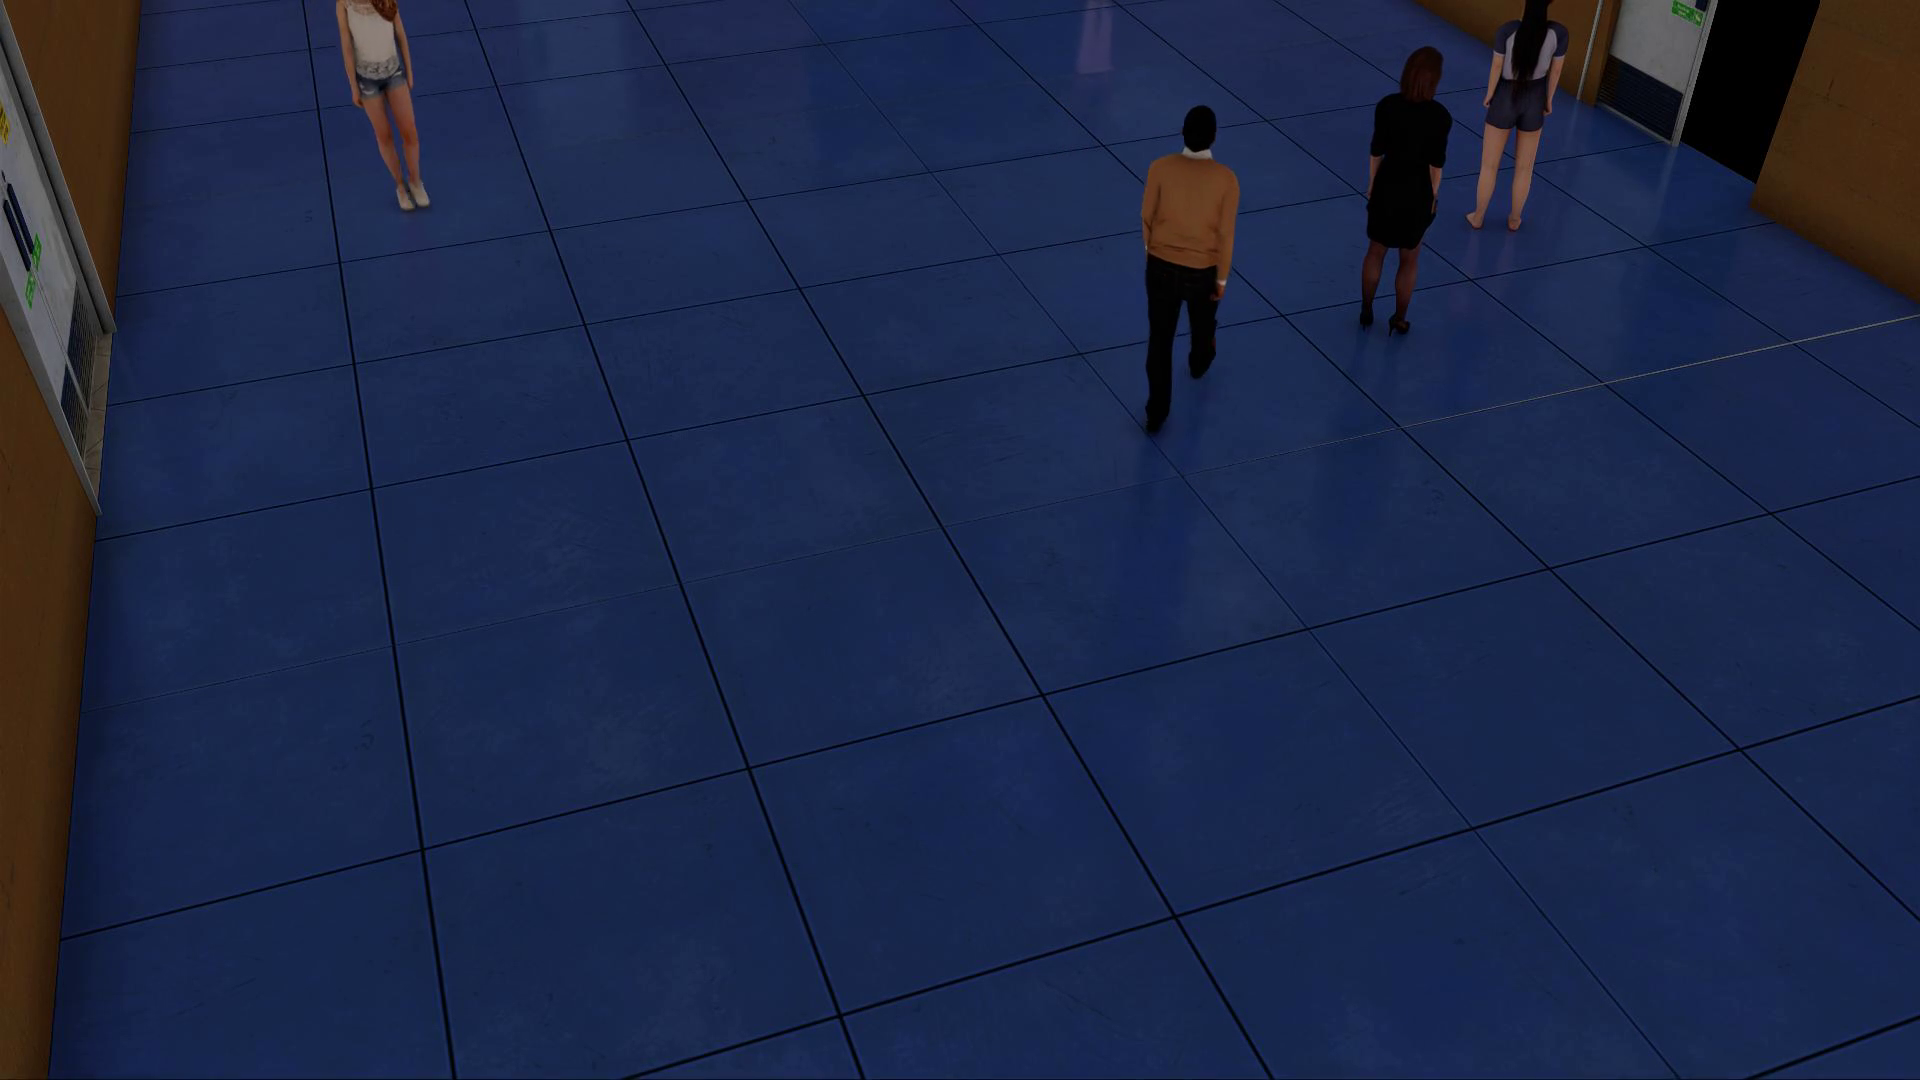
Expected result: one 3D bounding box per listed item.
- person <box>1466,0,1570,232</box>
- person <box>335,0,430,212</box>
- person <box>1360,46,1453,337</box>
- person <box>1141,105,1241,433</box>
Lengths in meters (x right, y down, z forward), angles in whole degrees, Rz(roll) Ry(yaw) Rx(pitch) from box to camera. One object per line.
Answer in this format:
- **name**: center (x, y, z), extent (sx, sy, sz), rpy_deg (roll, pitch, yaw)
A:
- **person**: center (3.545, -2.749, 10.552), extent (0.616, 1.651, 0.731), rpy_deg (6, 37, 7)
- **person**: center (-3.785, -3.001, 10.807), extent (0.544, 1.747, 0.652), rpy_deg (-15, 40, -19)
- **person**: center (2.510, -1.957, 9.438), extent (0.660, 1.705, 0.688), rpy_deg (22, 42, 26)
- **person**: center (1.139, -1.352, 8.640), extent (1.140, 1.712, 1.108), rpy_deg (9, 38, 12)
